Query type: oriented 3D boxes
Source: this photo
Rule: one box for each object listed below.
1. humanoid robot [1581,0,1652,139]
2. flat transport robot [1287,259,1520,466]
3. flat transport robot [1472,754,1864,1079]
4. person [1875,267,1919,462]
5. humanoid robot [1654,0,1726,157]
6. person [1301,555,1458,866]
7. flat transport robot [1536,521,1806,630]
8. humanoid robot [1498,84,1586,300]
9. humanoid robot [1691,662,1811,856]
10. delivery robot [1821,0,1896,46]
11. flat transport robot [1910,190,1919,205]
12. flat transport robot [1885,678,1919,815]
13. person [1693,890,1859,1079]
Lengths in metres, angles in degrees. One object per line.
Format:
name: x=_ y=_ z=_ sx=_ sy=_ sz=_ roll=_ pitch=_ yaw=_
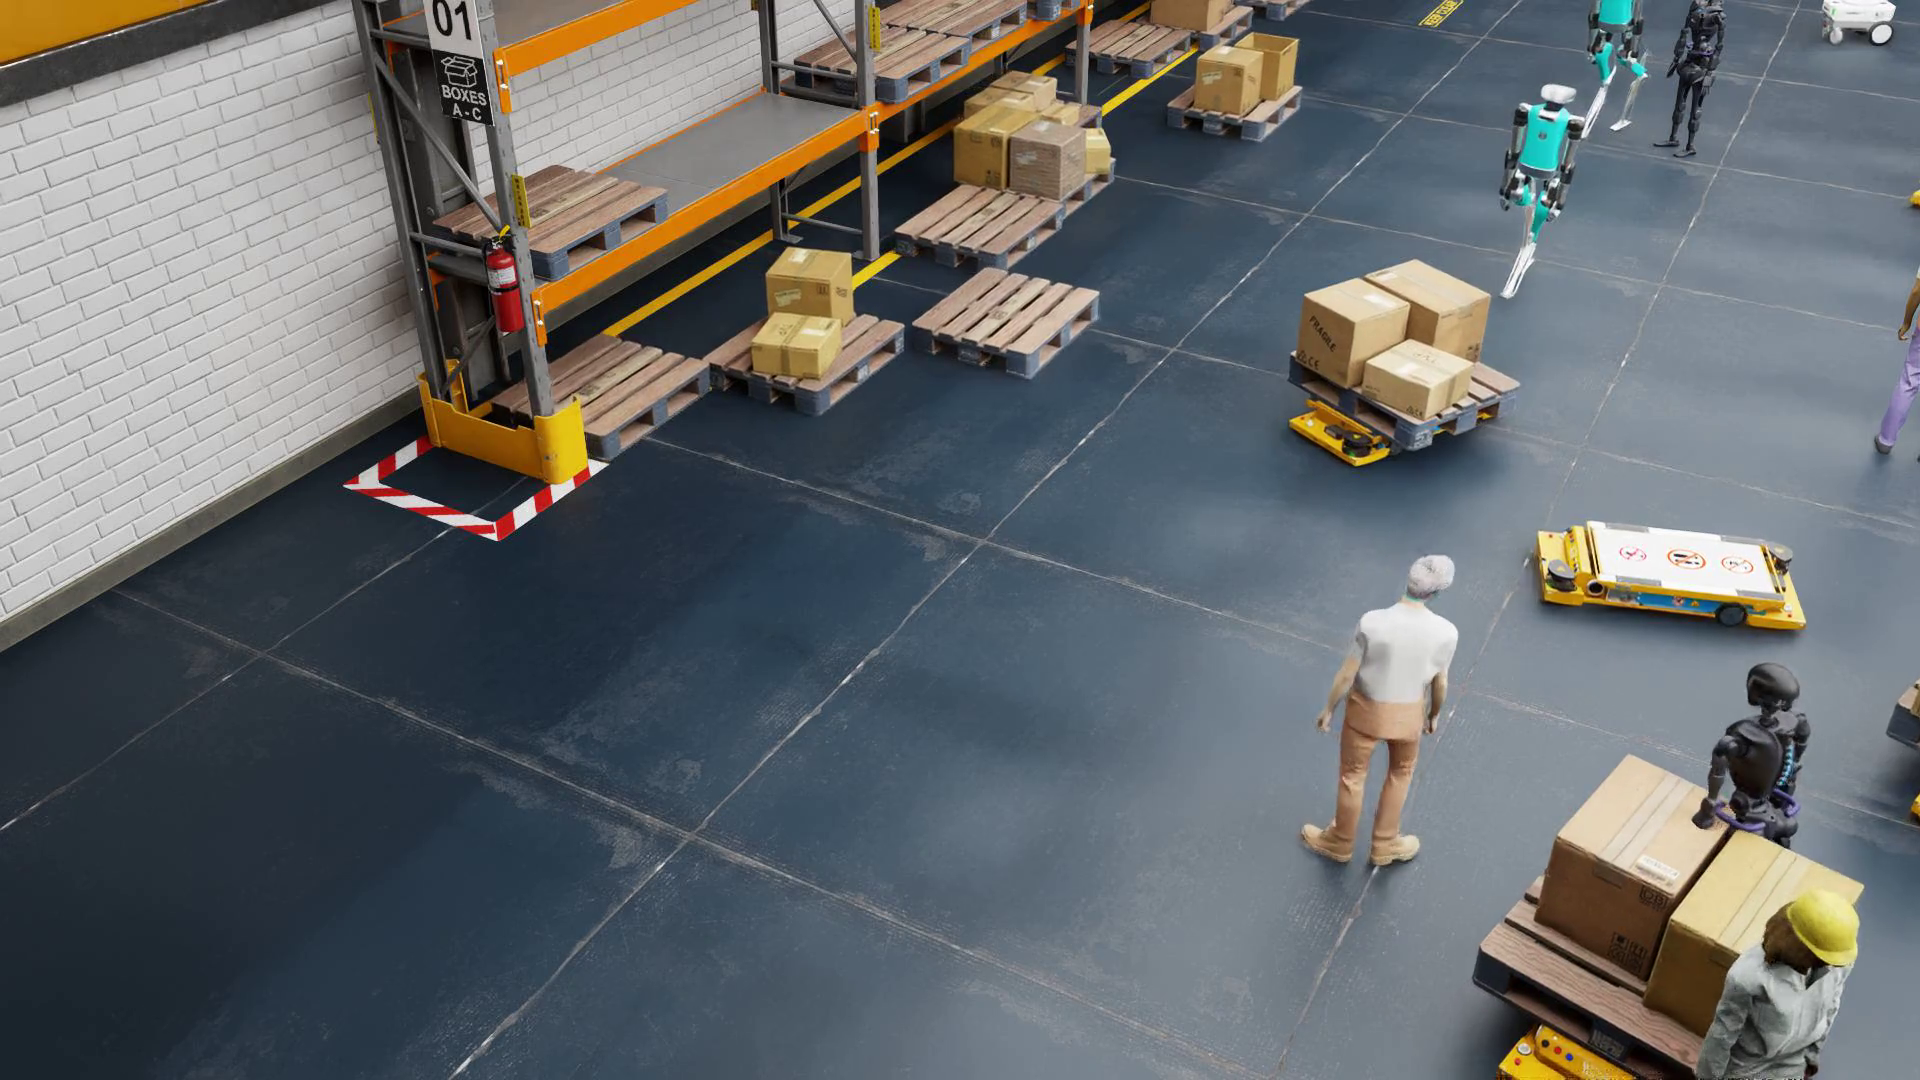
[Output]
humanoid robot: x=6.395 y=-4.791 z=16.098 sx=0.889 sy=1.782 sz=0.585 roll=-27 pitch=42 yaw=-35
flat transport robot: x=3.038 y=-0.904 z=11.516 sx=1.431 sy=0.231 sz=0.659 roll=-20 pitch=38 yaw=-27
flat transport robot: x=2.942 y=2.003 z=7.118 sx=0.659 sy=0.231 sz=1.431 roll=27 pitch=42 yaw=34
person: x=6.388 y=-1.352 z=10.764 sx=0.564 sy=1.846 sz=0.391 roll=19 pitch=38 yaw=27
humanoid robot: x=6.895 y=-4.436 z=15.570 sx=0.315 sy=1.657 sz=0.599 roll=-8 pitch=34 yaw=-12
person: x=1.932 y=0.812 z=7.612 sx=0.582 sy=1.720 sz=0.277 roll=0 pitch=33 yaw=1
flat transport robot: x=4.189 y=0.199 z=9.846 sx=1.431 sy=0.231 sz=0.659 roll=7 pitch=34 yaw=10
humanoid robot: x=4.559 y=-2.760 z=13.026 sx=0.551 sy=1.754 sz=1.038 roll=21 pitch=39 yaw=28
humanoid robot: x=3.287 y=1.229 z=7.024 sx=0.596 sy=1.645 sz=0.351 roll=-14 pitch=36 yaw=-21
delivery robot: x=10.180 y=-5.944 z=18.862 sx=0.744 sy=0.573 sz=0.500 roll=2 pitch=34 yaw=4
flat transport robot: x=9.253 y=-3.194 z=14.981 sx=1.431 sy=0.231 sz=0.659 roll=-23 pitch=40 yaw=-31
flat transport robot: x=5.450 y=1.138 z=8.426 sx=1.431 sy=0.231 sz=0.659 roll=-28 pitch=43 yaw=-35
person: x=2.881 y=1.887 z=5.970 sx=0.489 sy=1.728 sz=0.351 roll=-8 pitch=34 yaw=-12
